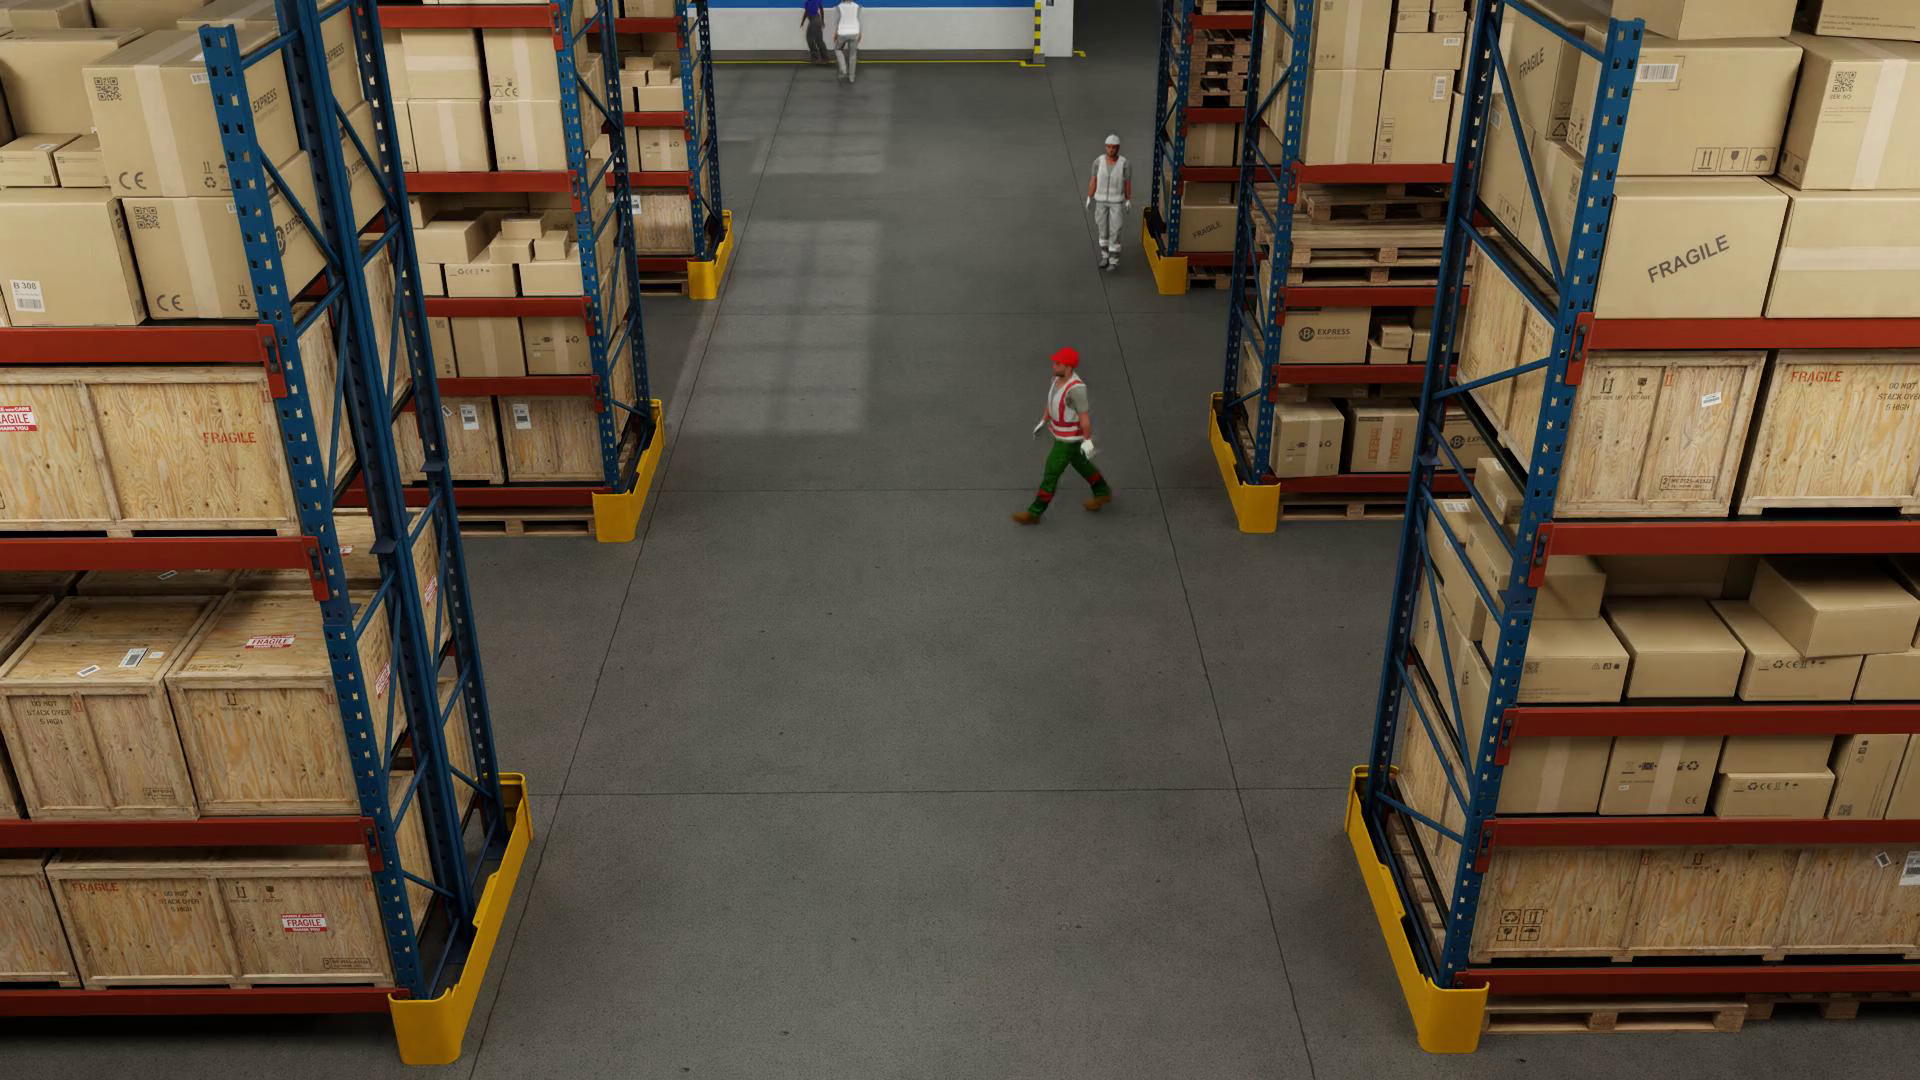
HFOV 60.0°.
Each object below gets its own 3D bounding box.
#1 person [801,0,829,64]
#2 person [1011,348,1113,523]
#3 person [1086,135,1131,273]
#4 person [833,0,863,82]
[{"bbox_3d":[-2.921,-10.316,33.243,0.534,1.652,0.437,0,28,0],"label":"person"},{"bbox_3d":[0.990,-1.012,15.793,1.075,1.750,0.586,-7,29,-13],"label":"person"},{"bbox_3d":[1.961,-4.471,22.175,0.577,1.788,0.689,8,29,15],"label":"person"},{"bbox_3d":[-2.163,-9.738,31.967,0.584,1.772,0.485,-6,29,-11],"label":"person"}]
